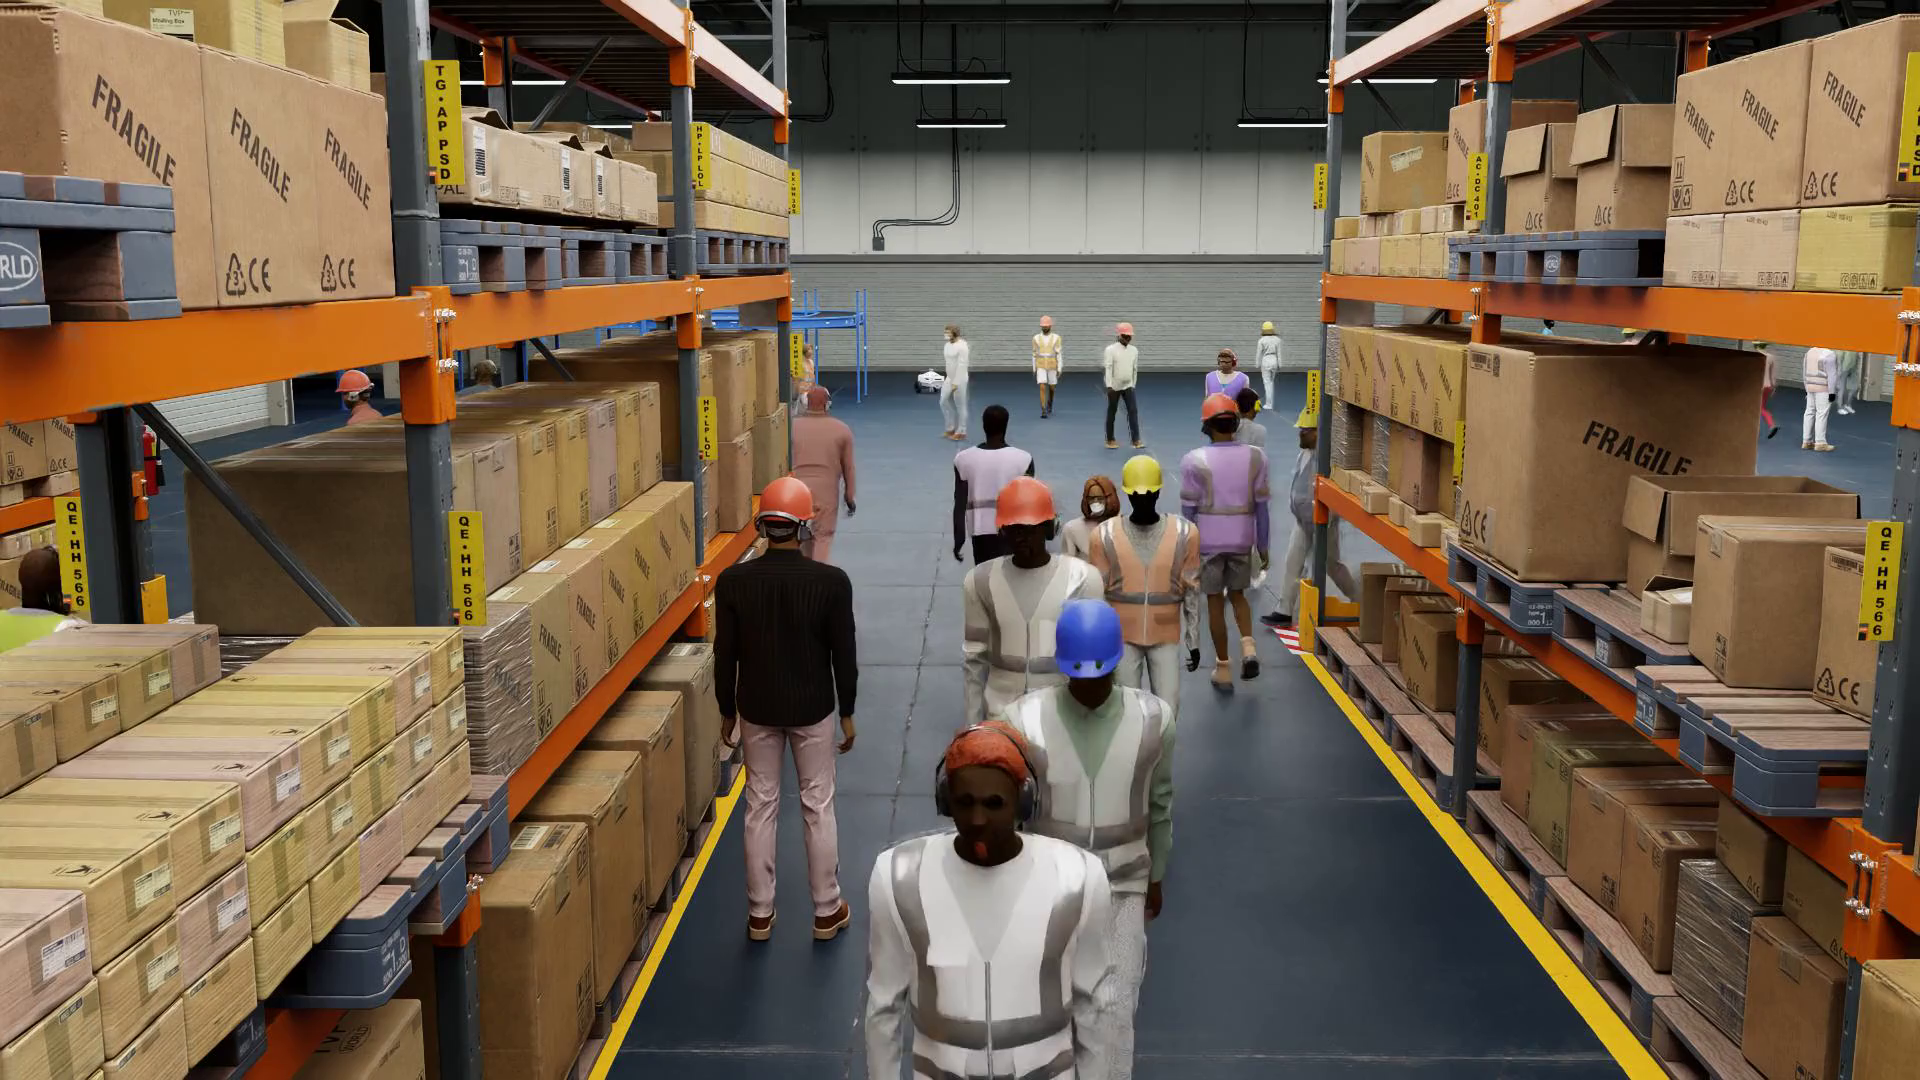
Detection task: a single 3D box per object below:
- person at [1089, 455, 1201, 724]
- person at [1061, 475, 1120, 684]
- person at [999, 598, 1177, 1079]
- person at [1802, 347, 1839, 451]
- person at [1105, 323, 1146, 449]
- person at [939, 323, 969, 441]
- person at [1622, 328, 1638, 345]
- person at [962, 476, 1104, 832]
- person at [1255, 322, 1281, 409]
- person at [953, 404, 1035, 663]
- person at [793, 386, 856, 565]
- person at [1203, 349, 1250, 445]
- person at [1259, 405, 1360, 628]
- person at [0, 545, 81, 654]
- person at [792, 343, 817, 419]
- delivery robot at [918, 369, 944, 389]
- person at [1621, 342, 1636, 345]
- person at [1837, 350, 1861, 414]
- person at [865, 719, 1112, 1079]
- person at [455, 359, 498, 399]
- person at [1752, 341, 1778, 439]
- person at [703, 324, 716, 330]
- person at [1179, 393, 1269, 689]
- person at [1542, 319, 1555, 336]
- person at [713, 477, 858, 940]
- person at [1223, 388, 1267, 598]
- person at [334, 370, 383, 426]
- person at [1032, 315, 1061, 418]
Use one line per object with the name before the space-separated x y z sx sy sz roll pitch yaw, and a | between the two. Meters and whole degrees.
person | 0.962 0.500 8.739 0.605 1.908 0.424 1 10 5
person | 0.854 0.411 10.150 0.527 1.618 0.345 2 10 12
person | 0.381 1.080 5.378 0.617 1.894 1.066 0 9 -1
person | 13.376 -2.317 25.823 0.429 1.841 0.633 -2 10 -10
person | 2.544 -2.371 25.803 0.641 1.957 0.916 -4 10 -23
person | -0.110 -2.566 27.101 0.584 1.912 0.634 -7 12 -36
person | 13.045 -3.349 32.373 0.886 1.705 0.541 0 9 -1
person | 0.317 0.716 7.105 0.621 2.023 0.582 2 10 13
person | 6.127 -3.494 33.226 0.506 1.716 0.662 -3 10 -19
person | 0.257 -0.055 12.165 0.610 1.877 0.960 2 10 10
person | -1.234 -0.387 14.281 0.654 1.853 0.894 1 10 6
person | 3.295 -1.448 20.623 0.563 1.838 0.390 4 10 23
person | 2.886 -0.184 13.207 0.893 1.800 0.593 -3 10 -15
person | -3.472 0.930 6.431 0.662 1.830 0.432 3 10 18
person | -2.583 -2.415 27.149 0.864 1.600 0.519 3 10 16
delivery robot | -0.645 -3.565 36.990 0.477 0.478 0.707 -5 11 -28
person | 8.208 -1.475 20.512 0.365 1.932 0.543 1 9 4
person | 17.041 -3.219 31.866 0.537 1.619 0.388 -2 10 -14
person | 0.074 1.309 4.053 0.587 1.867 0.698 1 9 3
person | -4.822 -0.890 17.051 0.656 1.910 0.738 -1 10 -5
person | 13.009 -2.471 26.996 0.531 1.753 0.501 -3 10 -16
person | -4.267 -2.748 28.335 0.536 1.853 0.468 2 10 13
person | 1.789 0.016 11.304 0.632 2.020 0.517 -2 10 -10
person | 13.340 -4.241 37.769 0.317 1.700 0.539 5 11 27
person | -0.741 0.722 7.155 0.614 1.993 0.395 1 10 4
person | 2.452 -0.417 14.566 0.528 1.812 0.958 8 13 41
person | -5.096 -0.457 14.225 0.401 1.989 0.623 0 9 -1
person | 1.637 -3.288 31.428 0.552 1.913 0.776 1 9 4
